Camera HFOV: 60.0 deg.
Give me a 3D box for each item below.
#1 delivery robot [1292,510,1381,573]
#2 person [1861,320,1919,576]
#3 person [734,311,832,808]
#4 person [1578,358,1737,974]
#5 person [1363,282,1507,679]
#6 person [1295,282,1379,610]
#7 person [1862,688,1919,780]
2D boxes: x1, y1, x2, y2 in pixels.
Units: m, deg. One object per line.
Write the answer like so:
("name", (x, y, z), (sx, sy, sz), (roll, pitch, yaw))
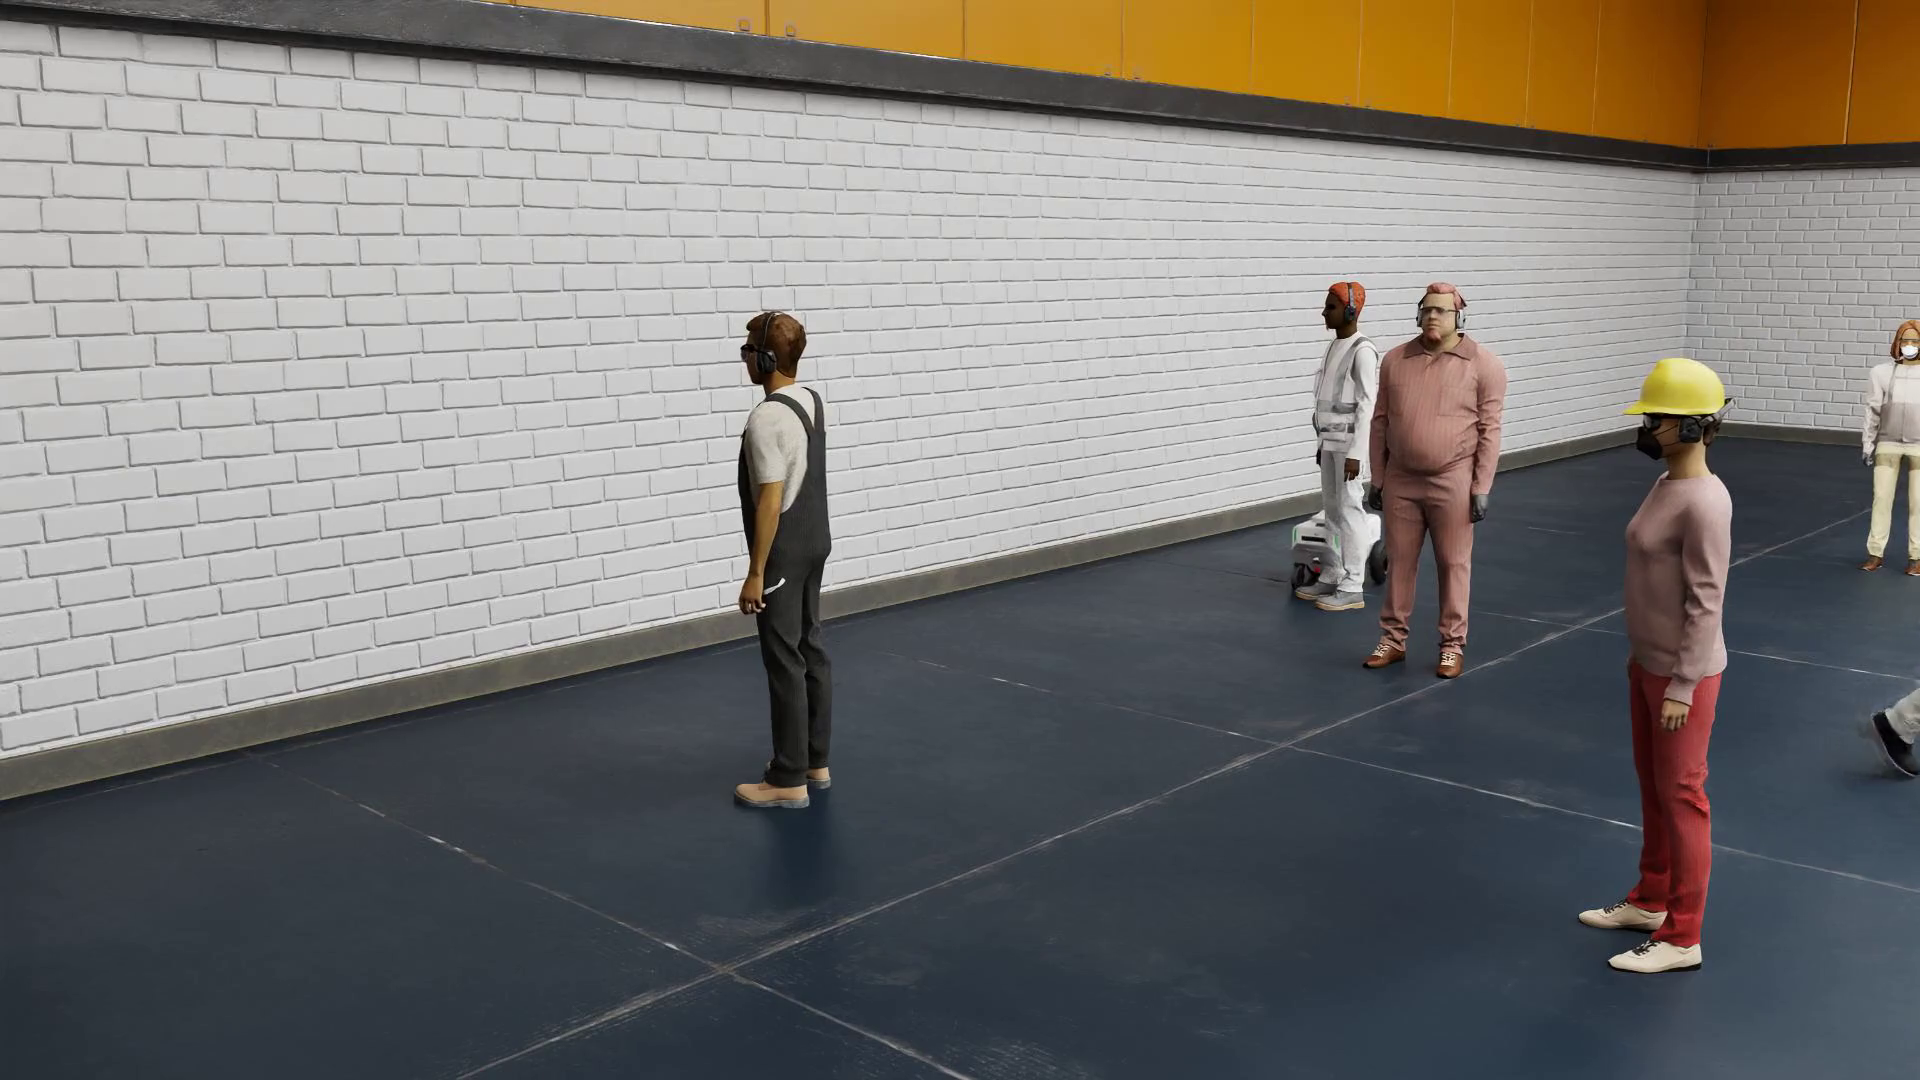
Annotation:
("delivery robot", (2.308, -0.025, 10.183), (0.477, 0.478, 0.707), (7, 12, 33))
("person", (6.026, -0.587, 10.610), (0.493, 1.624, 0.280), (7, 12, 36))
("person", (-0.662, 0.077, 6.195), (0.344, 1.847, 0.504), (4, 11, 19))
("person", (2.029, 0.363, 4.797), (0.311, 1.769, 0.522), (1, 10, 8))
("person", (2.286, -0.289, 8.098), (0.643, 1.913, 0.411), (7, 12, 33))
("person", (2.196, -0.538, 9.598), (0.356, 1.883, 0.573), (-2, 10, -9))
("person", (3.989, 0.088, 6.270), (0.857, 1.806, 0.583), (8, 13, 37))
